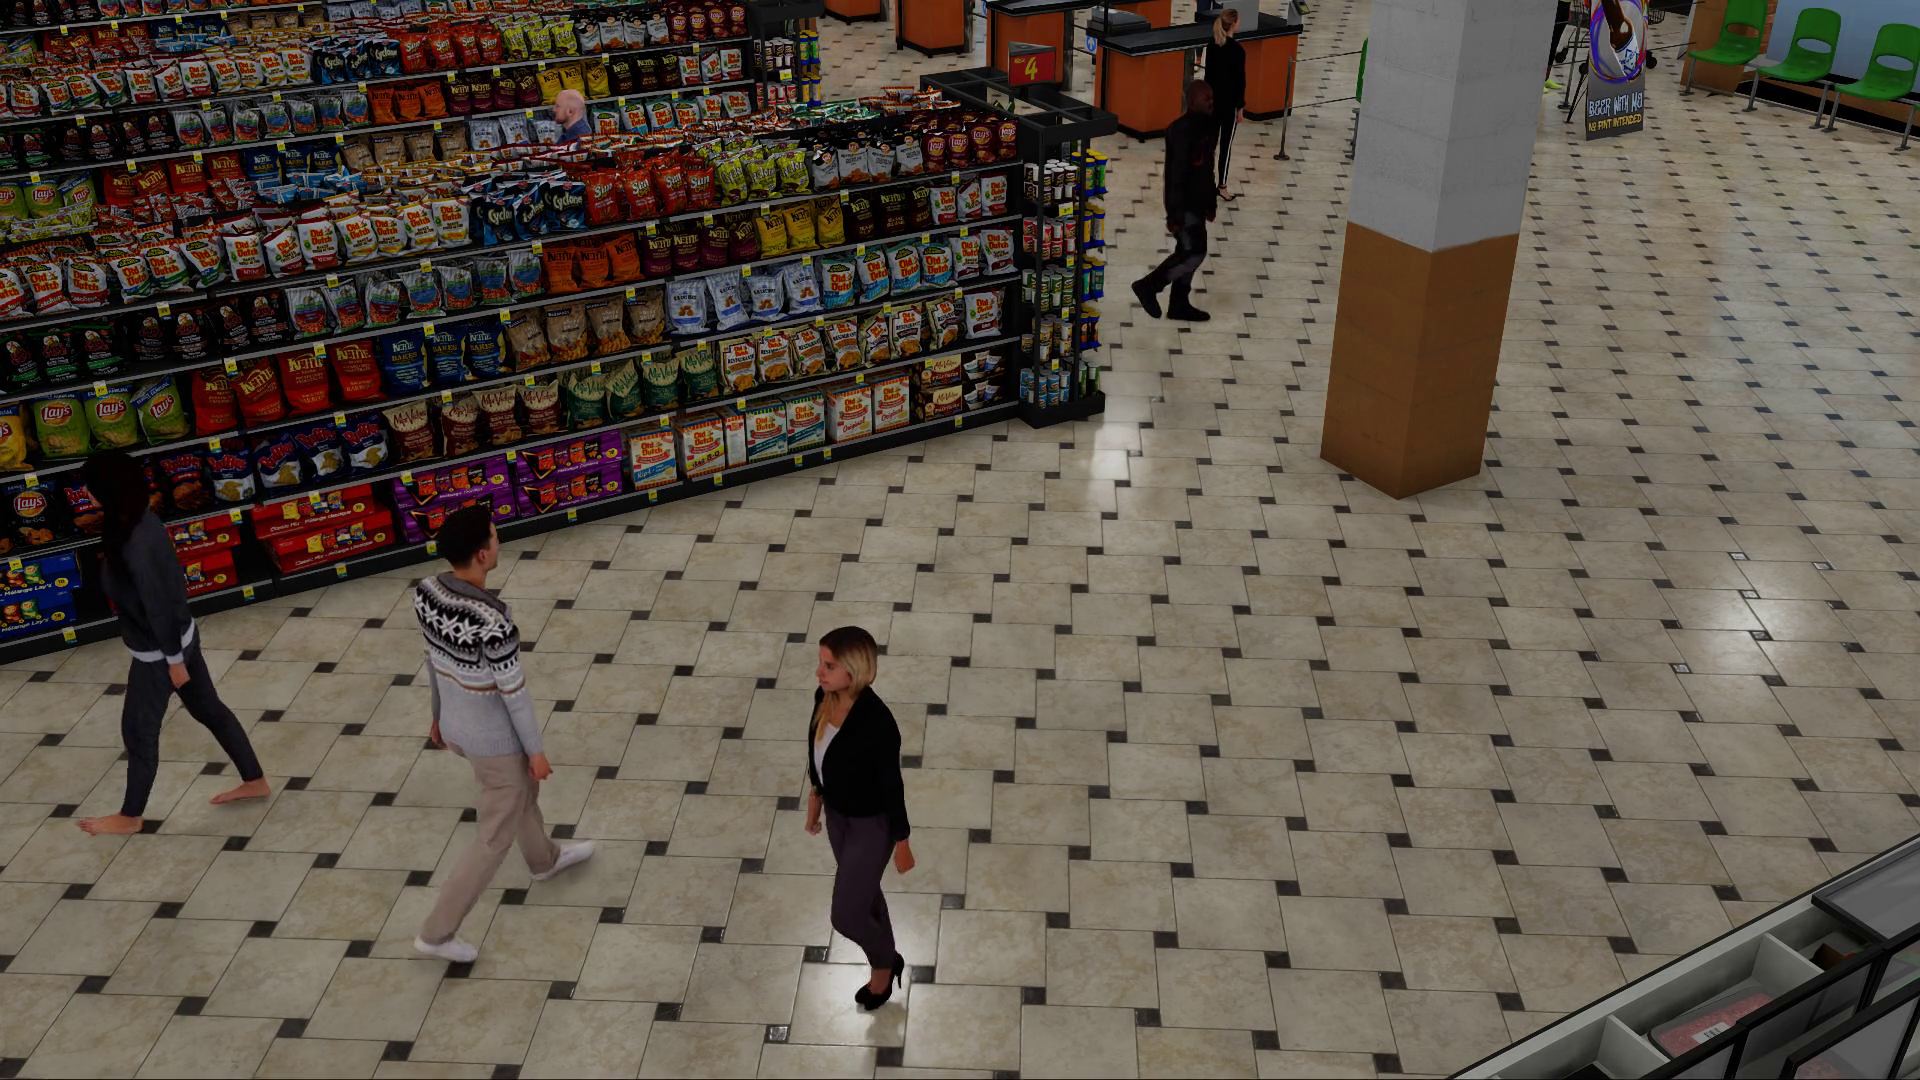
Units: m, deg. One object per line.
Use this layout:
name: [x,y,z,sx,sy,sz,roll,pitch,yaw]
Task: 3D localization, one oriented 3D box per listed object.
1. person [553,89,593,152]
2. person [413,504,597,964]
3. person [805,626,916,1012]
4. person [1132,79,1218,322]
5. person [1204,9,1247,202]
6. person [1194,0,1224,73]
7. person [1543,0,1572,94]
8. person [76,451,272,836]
person: [-2.717,-2.327,11.960,0.632,1.826,0.741,-11,30,-19]
person: [-1.864,0.762,6.287,0.939,1.840,1.258,24,37,37]
person: [-0.279,1.014,6.012,0.594,1.662,0.635,-19,34,-30]
person: [1.587,-2.499,12.292,0.980,1.809,0.927,12,31,21]
person: [2.361,-3.908,14.979,0.602,1.707,0.659,-23,36,-35]
person: [2.962,-6.400,19.457,0.654,1.790,0.733,4,29,8]
person: [6.692,-5.948,18.667,0.504,1.755,0.652,-22,36,-35]
person: [-3.262,0.431,7.007,1.039,1.732,0.735,-10,30,-18]
